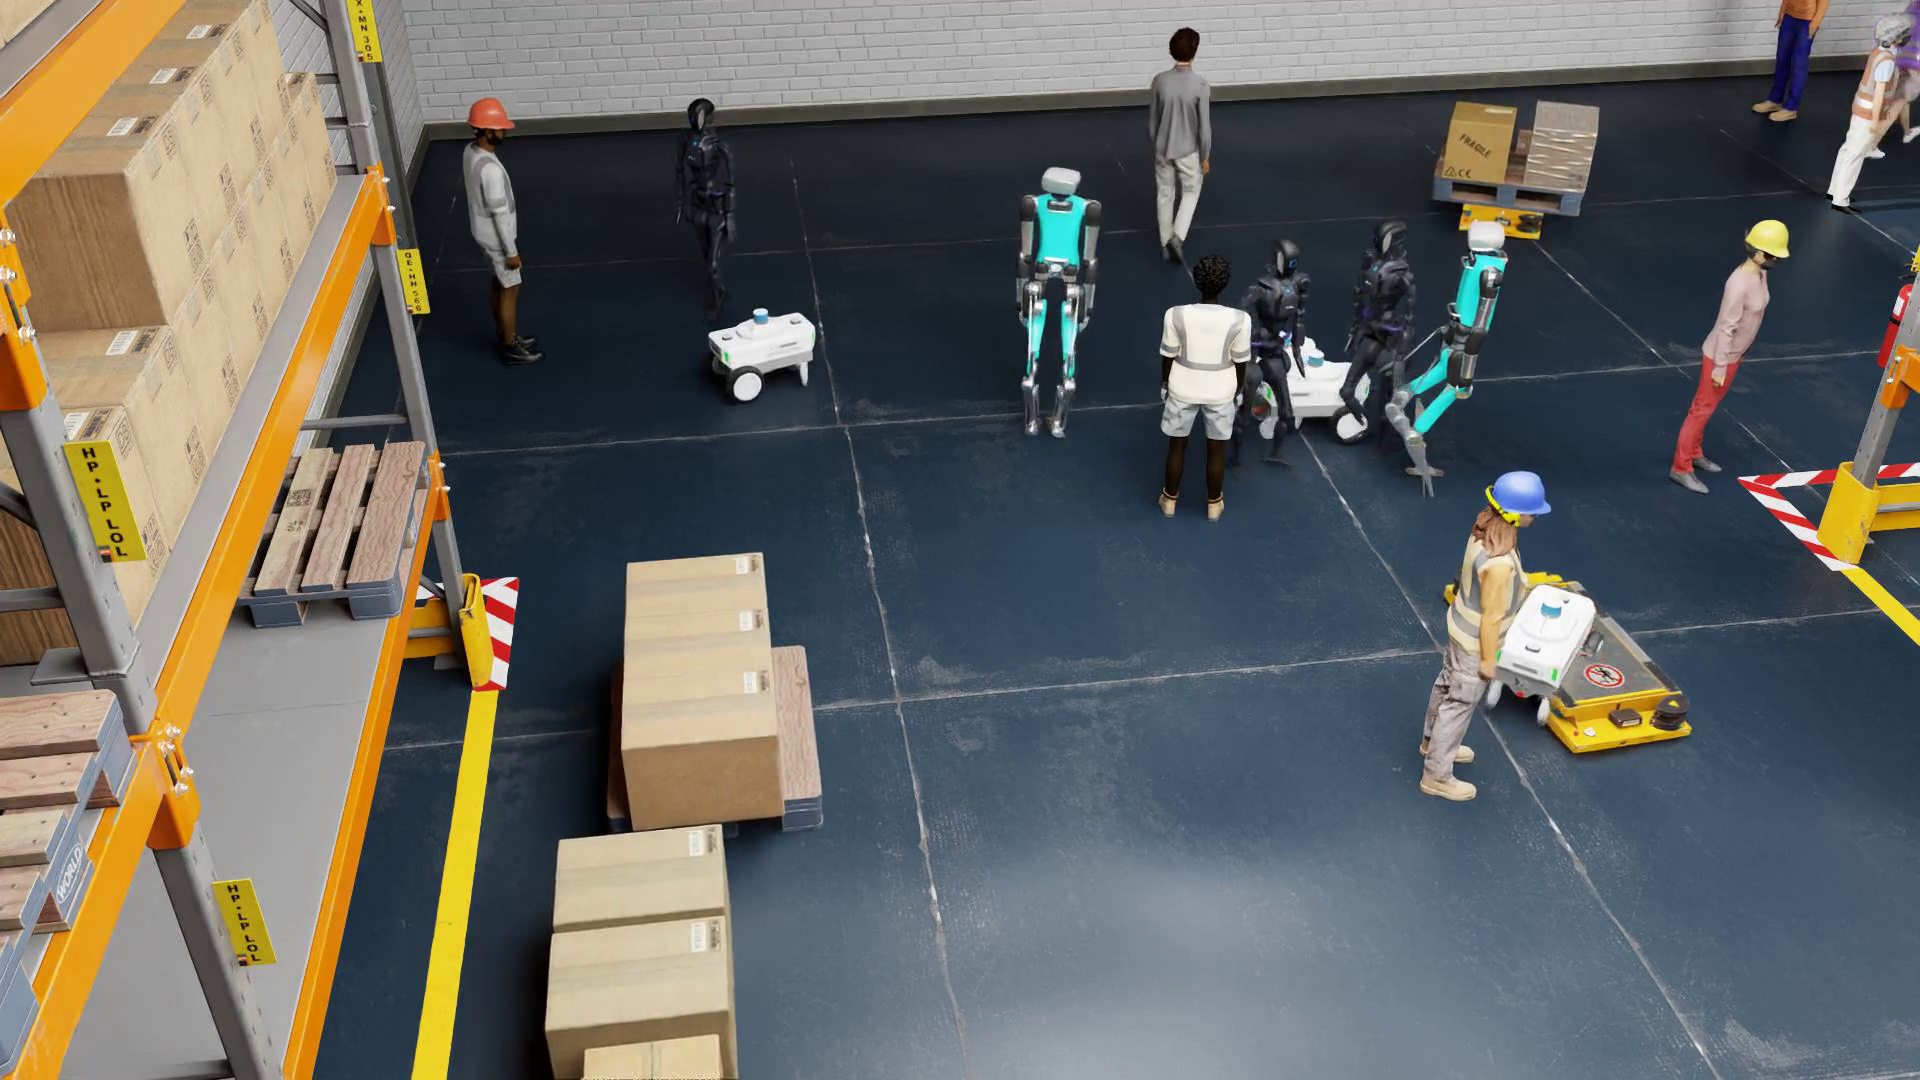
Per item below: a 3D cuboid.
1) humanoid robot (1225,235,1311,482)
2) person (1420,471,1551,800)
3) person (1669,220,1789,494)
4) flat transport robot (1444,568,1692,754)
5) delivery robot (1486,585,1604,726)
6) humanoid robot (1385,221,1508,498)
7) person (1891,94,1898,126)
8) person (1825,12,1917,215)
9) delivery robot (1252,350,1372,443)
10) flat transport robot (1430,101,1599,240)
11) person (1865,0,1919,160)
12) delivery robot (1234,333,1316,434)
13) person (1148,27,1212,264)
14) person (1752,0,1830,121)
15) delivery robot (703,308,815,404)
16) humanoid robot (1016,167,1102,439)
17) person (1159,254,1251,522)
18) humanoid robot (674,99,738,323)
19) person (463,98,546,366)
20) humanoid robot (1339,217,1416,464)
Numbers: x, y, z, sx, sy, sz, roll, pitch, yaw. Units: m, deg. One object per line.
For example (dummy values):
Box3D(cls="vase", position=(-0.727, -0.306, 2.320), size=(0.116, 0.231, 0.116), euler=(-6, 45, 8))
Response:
Box3D(cls="humanoid robot", position=(1.889, -1.124, 10.287), size=(0.607, 1.643, 0.322), euler=(-19, 38, -27))
Box3D(cls="person", position=(2.455, 0.443, 7.803), size=(0.344, 1.769, 0.460), euler=(6, 34, 9))
Box3D(cls="person", position=(4.746, -1.139, 10.231), size=(0.328, 1.763, 0.526), euler=(22, 39, 30))
Box3D(cls="flat transport robot", position=(3.237, 0.597, 8.938), size=(0.659, 0.231, 1.431), euler=(-7, 34, -11))
Box3D(cls="delivery robot", position=(3.068, 0.560, 8.746), size=(0.499, 0.610, 0.804), euler=(20, 38, 27))
Box3D(cls="humanoid robot", position=(2.890, -1.070, 10.202), size=(0.662, 1.856, 0.542), euler=(3, 33, 5))
Box3D(cls="person", position=(9.335, -4.731, 15.779), size=(0.806, 1.716, 0.565), euler=(1, 33, 1))
Box3D(cls="person", position=(7.708, -3.619, 14.094), size=(0.308, 1.689, 0.452), euler=(9, 34, 13))
Box3D(cls="delivery robot", position=(2.362, -0.976, 11.084), size=(0.774, 0.592, 0.499), euler=(-2, 33, -2))
Box3D(cls="flat transport robot", position=(4.726, -2.969, 14.402), size=(0.659, 0.231, 1.431), euler=(11, 35, 16))
Box3D(cls="person", position=(8.779, -4.330, 15.213), size=(0.904, 1.644, 0.512), euler=(-14, 36, -21))
Box3D(cls="delivery robot", position=(2.146, -1.094, 11.284), size=(0.499, 0.612, 0.813), euler=(15, 36, 22))
Box3D(cls="person", position=(1.703, -3.053, 13.062), size=(0.527, 1.882, 0.550), euler=(13, 35, 19))
Box3D(cls="person", position=(8.123, -5.072, 16.074), size=(0.404, 1.972, 0.515), euler=(-11, 35, -16))
Box3D(cls="delivery robot", position=(-1.406, -1.306, 11.609), size=(0.785, 0.614, 0.508), euler=(-17, 37, -24))
Box3D(cls="humanoid robot", position=(0.595, -1.460, 10.723), size=(0.530, 1.752, 0.735), euler=(5, 34, 8))
Box3D(cls="person", position=(1.443, -0.886, 9.911), size=(0.534, 1.692, 0.320), euler=(5, 33, 8))
Box3D(cls="humanoid robot", position=(-1.891, -2.451, 12.328), size=(0.601, 1.639, 0.593), euler=(19, 38, 27))
Box3D(cls="person", position=(-3.197, -2.133, 11.613), size=(0.387, 1.924, 0.547), euler=(-17, 37, -24))
Box3D(cls="humanoid robot", position=(2.666, -1.253, 10.487), size=(0.360, 1.650, 0.588), euler=(-16, 36, -23))
